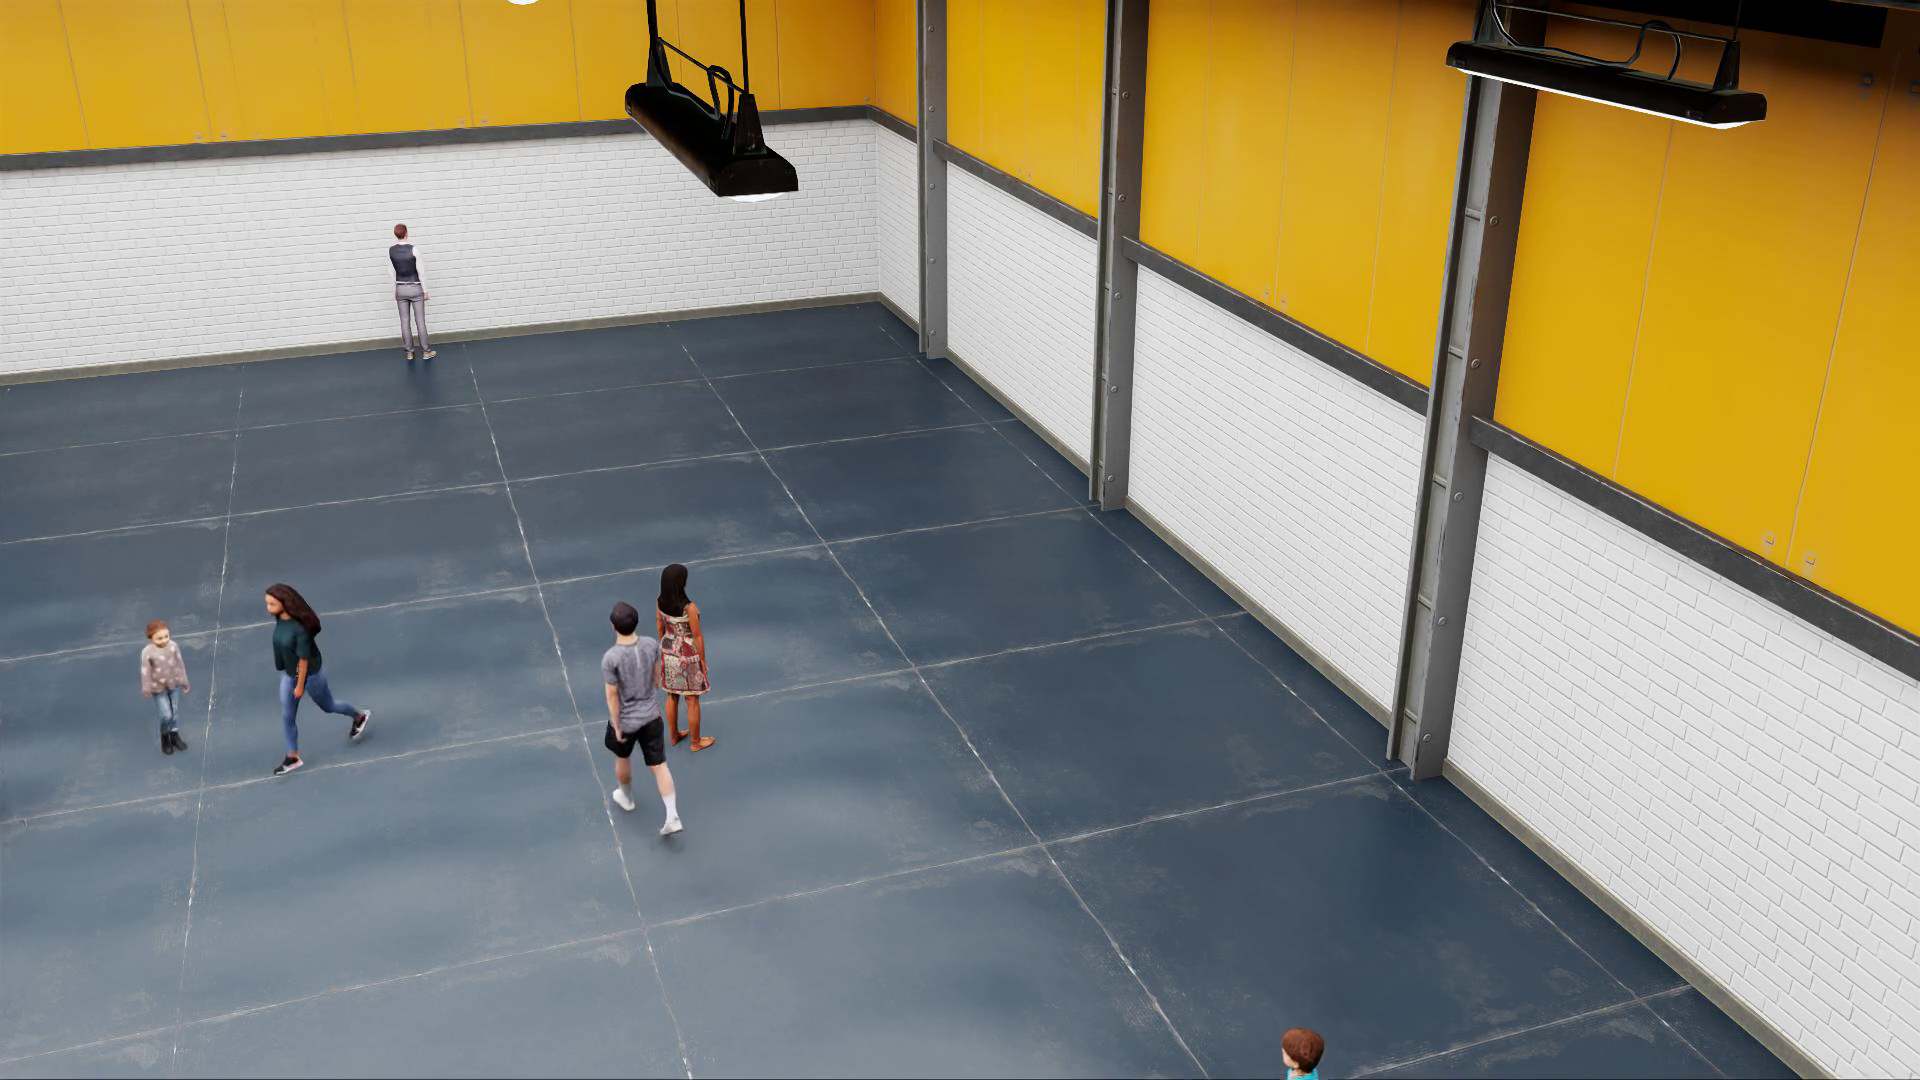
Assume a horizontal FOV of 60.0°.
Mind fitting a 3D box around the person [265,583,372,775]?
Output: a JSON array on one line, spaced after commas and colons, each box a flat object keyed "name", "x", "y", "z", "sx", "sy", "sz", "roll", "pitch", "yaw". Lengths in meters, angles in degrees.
[{"name": "person", "x": -5.206, "y": 1.063, "z": 13.402, "sx": 1.115, "sy": 1.573, "sz": 1.091, "roll": 14, "pitch": 27, "yaw": 30}]

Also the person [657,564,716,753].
[{"name": "person", "x": -2.277, "y": 0.949, "z": 13.573, "sx": 0.697, "sy": 1.645, "sz": 0.778, "roll": 13, "pitch": 27, "yaw": 27}]

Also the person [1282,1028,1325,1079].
[{"name": "person", "x": 1.788, "y": 3.188, "z": 8.703, "sx": 0.820, "sy": 1.442, "sz": 0.758, "roll": 11, "pitch": 26, "yaw": 23}]

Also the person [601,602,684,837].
[{"name": "person", "x": -2.352, "y": 1.359, "z": 12.380, "sx": 0.886, "sy": 1.850, "sz": 1.263, "roll": -16, "pitch": 28, "yaw": -33}]

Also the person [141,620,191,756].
[{"name": "person", "x": -6.547, "y": 1.171, "z": 13.642, "sx": 0.605, "sy": 1.182, "sz": 0.566, "roll": 22, "pitch": 32, "yaw": 40}]

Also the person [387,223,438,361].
[{"name": "person", "x": -7.748, "y": -3.507, "z": 23.401, "sx": 0.729, "sy": 1.938, "sz": 0.697, "roll": 0, "pitch": 24, "yaw": 1}]
